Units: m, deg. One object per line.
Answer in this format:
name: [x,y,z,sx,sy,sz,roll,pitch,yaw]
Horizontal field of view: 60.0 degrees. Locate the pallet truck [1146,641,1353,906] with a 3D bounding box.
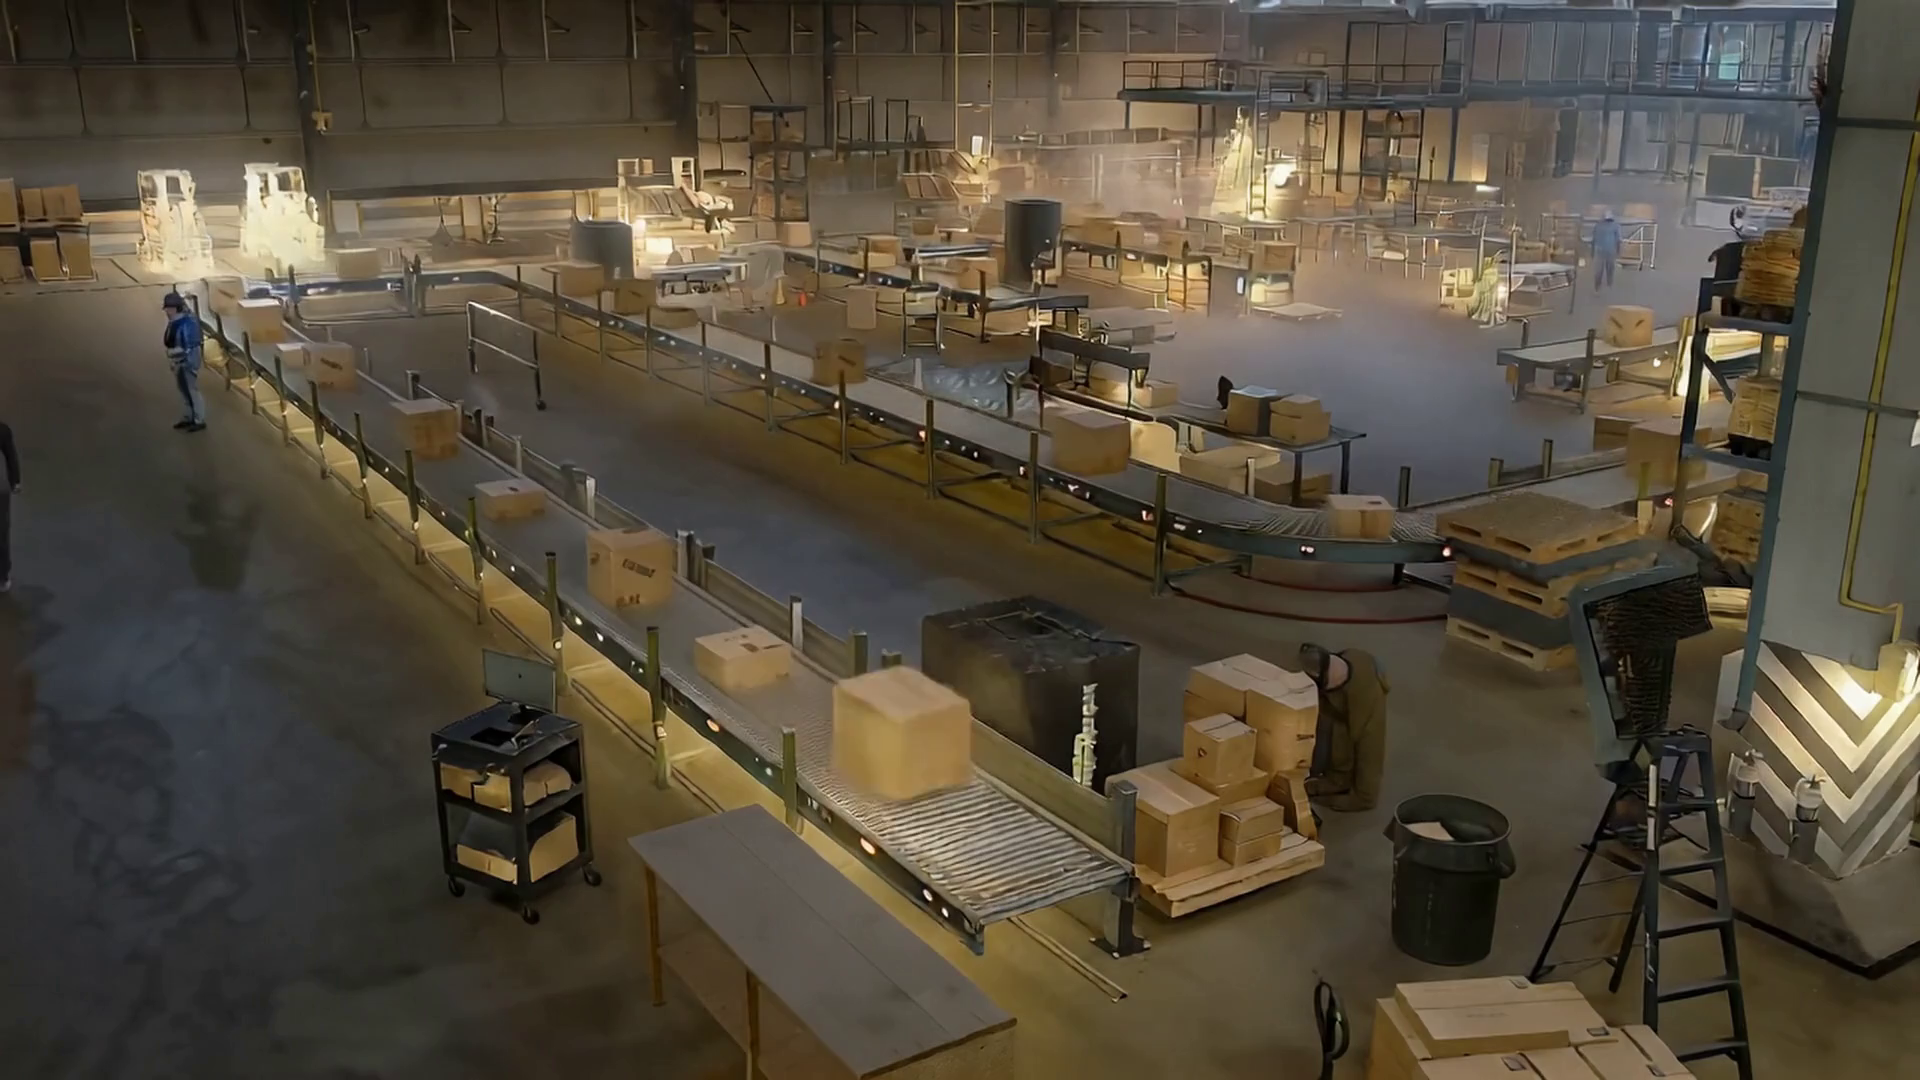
pallet truck: [1.664,1.407,10.232,1.630,1.274,0.653,-10,20,-31]

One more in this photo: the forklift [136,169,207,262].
forklift: [-17.842,-7.318,37.559,1.157,1.987,2.680,-10,20,-31]

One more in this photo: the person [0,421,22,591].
person: [-9.154,-0.494,15.592,0.643,1.870,0.895,-8,18,-25]

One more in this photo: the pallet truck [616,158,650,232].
pallet truck: [-8.918,-9.176,44.255,0.823,1.965,1.885,-9,19,-27]

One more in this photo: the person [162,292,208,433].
person: [-10.144,-2.320,21.722,0.600,1.831,0.404,12,20,34]

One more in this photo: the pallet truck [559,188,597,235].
pallet truck: [-10.010,-8.652,43.699,0.653,1.274,1.630,-10,20,-31]

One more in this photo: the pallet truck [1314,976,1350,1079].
pallet truck: [2.299,2.390,7.086,1.601,1.201,0.680,-2,17,-7]

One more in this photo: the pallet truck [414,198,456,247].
pallet truck: [-13.250,-8.060,41.856,0.680,1.201,1.601,-10,20,-31]

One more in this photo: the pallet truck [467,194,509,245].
pallet truck: [-11.983,-8.177,42.137,0.704,1.261,1.522,-11,20,-33]

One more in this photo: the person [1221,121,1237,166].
person: [10.760,-15.914,66.929,0.611,1.843,0.924,-11,20,-31]

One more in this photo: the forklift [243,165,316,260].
forklift: [-15.898,-7.669,38.708,1.157,1.987,2.680,-11,20,-33]

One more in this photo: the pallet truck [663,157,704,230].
pallet truck: [-7.586,-9.308,44.692,0.823,1.965,1.885,-11,20,-33]

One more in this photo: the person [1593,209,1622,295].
person: [13.098,-5.855,33.660,0.524,1.733,0.739,10,19,29]
